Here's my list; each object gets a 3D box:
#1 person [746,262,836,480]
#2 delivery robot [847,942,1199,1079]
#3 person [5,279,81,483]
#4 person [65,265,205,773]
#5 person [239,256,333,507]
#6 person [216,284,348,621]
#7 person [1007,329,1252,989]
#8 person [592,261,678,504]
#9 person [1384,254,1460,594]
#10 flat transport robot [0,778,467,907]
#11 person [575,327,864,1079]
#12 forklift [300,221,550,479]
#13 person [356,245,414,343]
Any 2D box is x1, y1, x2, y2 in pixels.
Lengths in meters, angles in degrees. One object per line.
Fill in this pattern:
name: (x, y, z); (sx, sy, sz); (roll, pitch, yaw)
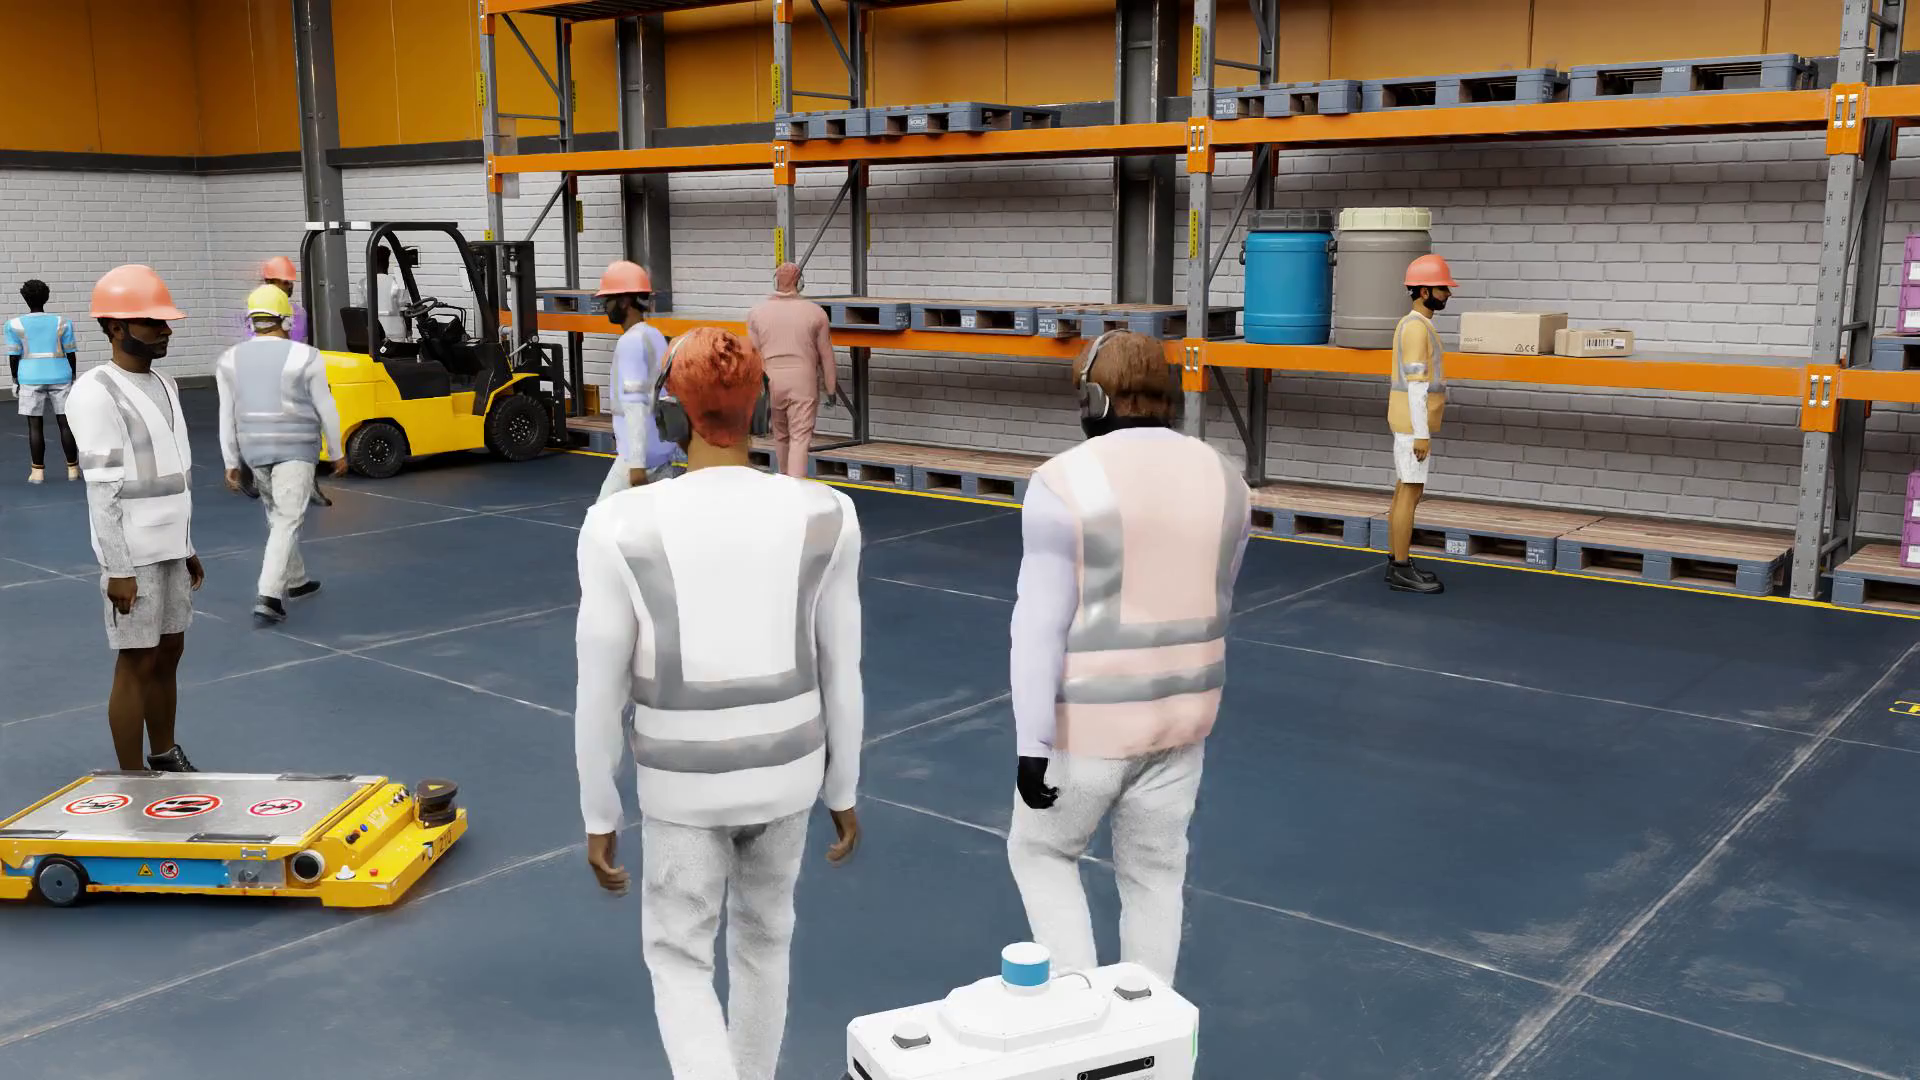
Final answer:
person: (-1.274, -1.178, 12.676); (0.658, 1.859, 0.969); (2, 10, 10)
delivery robot: (0.138, 1.085, 3.474); (0.707, 0.478, 0.477); (-5, 11, -24)
person: (-7.647, -1.321, 13.896); (0.535, 1.700, 0.318); (-8, 13, -37)
person: (-2.802, 0.025, 5.776); (0.360, 1.938, 0.545); (0, 10, -1)
person: (-5.228, -1.213, 12.727); (0.869, 1.914, 0.554); (6, 12, 30)
person: (-3.688, -0.477, 8.983); (0.593, 1.795, 0.908); (1, 10, 8)
person: (0.378, 0.426, 3.894); (0.649, 1.820, 0.456); (-5, 11, -27)
person: (-1.696, -0.466, 8.560); (0.657, 1.909, 0.568); (1, 10, 6)
person: (2.658, -0.668, 9.614); (0.360, 1.939, 0.543); (2, 10, 10)
flat transport robot: (-2.394, 0.941, 5.323); (1.431, 0.197, 0.652); (1, 10, 3)
person: (-0.452, 0.511, 3.307); (0.585, 1.863, 0.747); (-4, 11, -20)
forklift: (-4.922, -1.741, 14.854); (1.214, 2.155, 2.313); (8, 13, 38)
person: (-6.421, -2.308, 18.626); (0.607, 1.966, 0.367); (-1, 10, -3)
